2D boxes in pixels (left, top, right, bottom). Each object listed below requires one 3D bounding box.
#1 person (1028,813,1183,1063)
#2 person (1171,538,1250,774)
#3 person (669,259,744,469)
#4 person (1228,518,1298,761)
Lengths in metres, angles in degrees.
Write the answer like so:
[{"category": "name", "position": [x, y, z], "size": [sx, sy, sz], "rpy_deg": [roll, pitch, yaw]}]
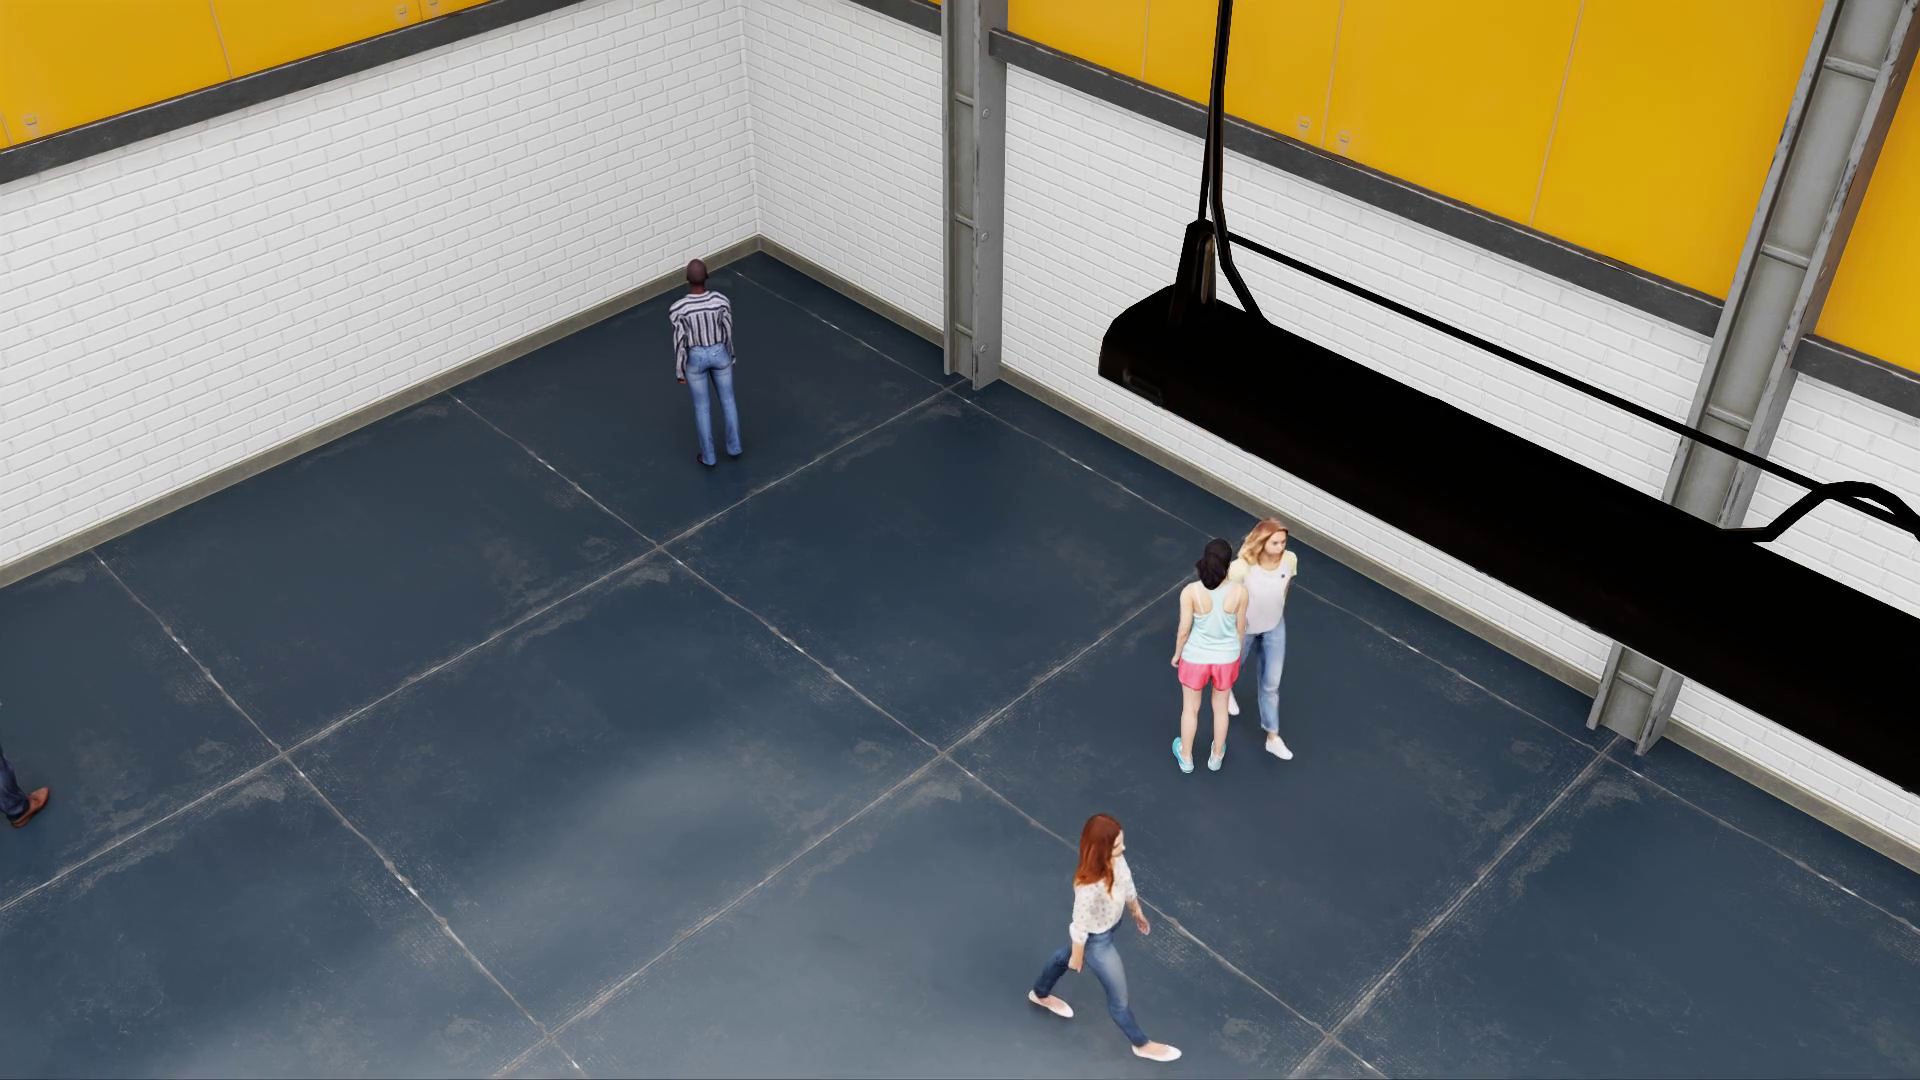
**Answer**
[{"category": "person", "position": [0.627, 1.989, 8.576], "size": [1.188, 1.683, 0.894], "rpy_deg": [13, 41, 16]}, {"category": "person", "position": [1.517, 0.714, 10.108], "size": [0.683, 1.764, 0.746], "rpy_deg": [1, 39, 1]}, {"category": "person", "position": [-1.914, -1.331, 12.643], "size": [0.687, 1.796, 0.655], "rpy_deg": [-15, 41, -18]}, {"category": "person", "position": [1.791, 0.496, 10.443], "size": [0.962, 1.686, 1.163], "rpy_deg": [-10, 40, -12]}]
